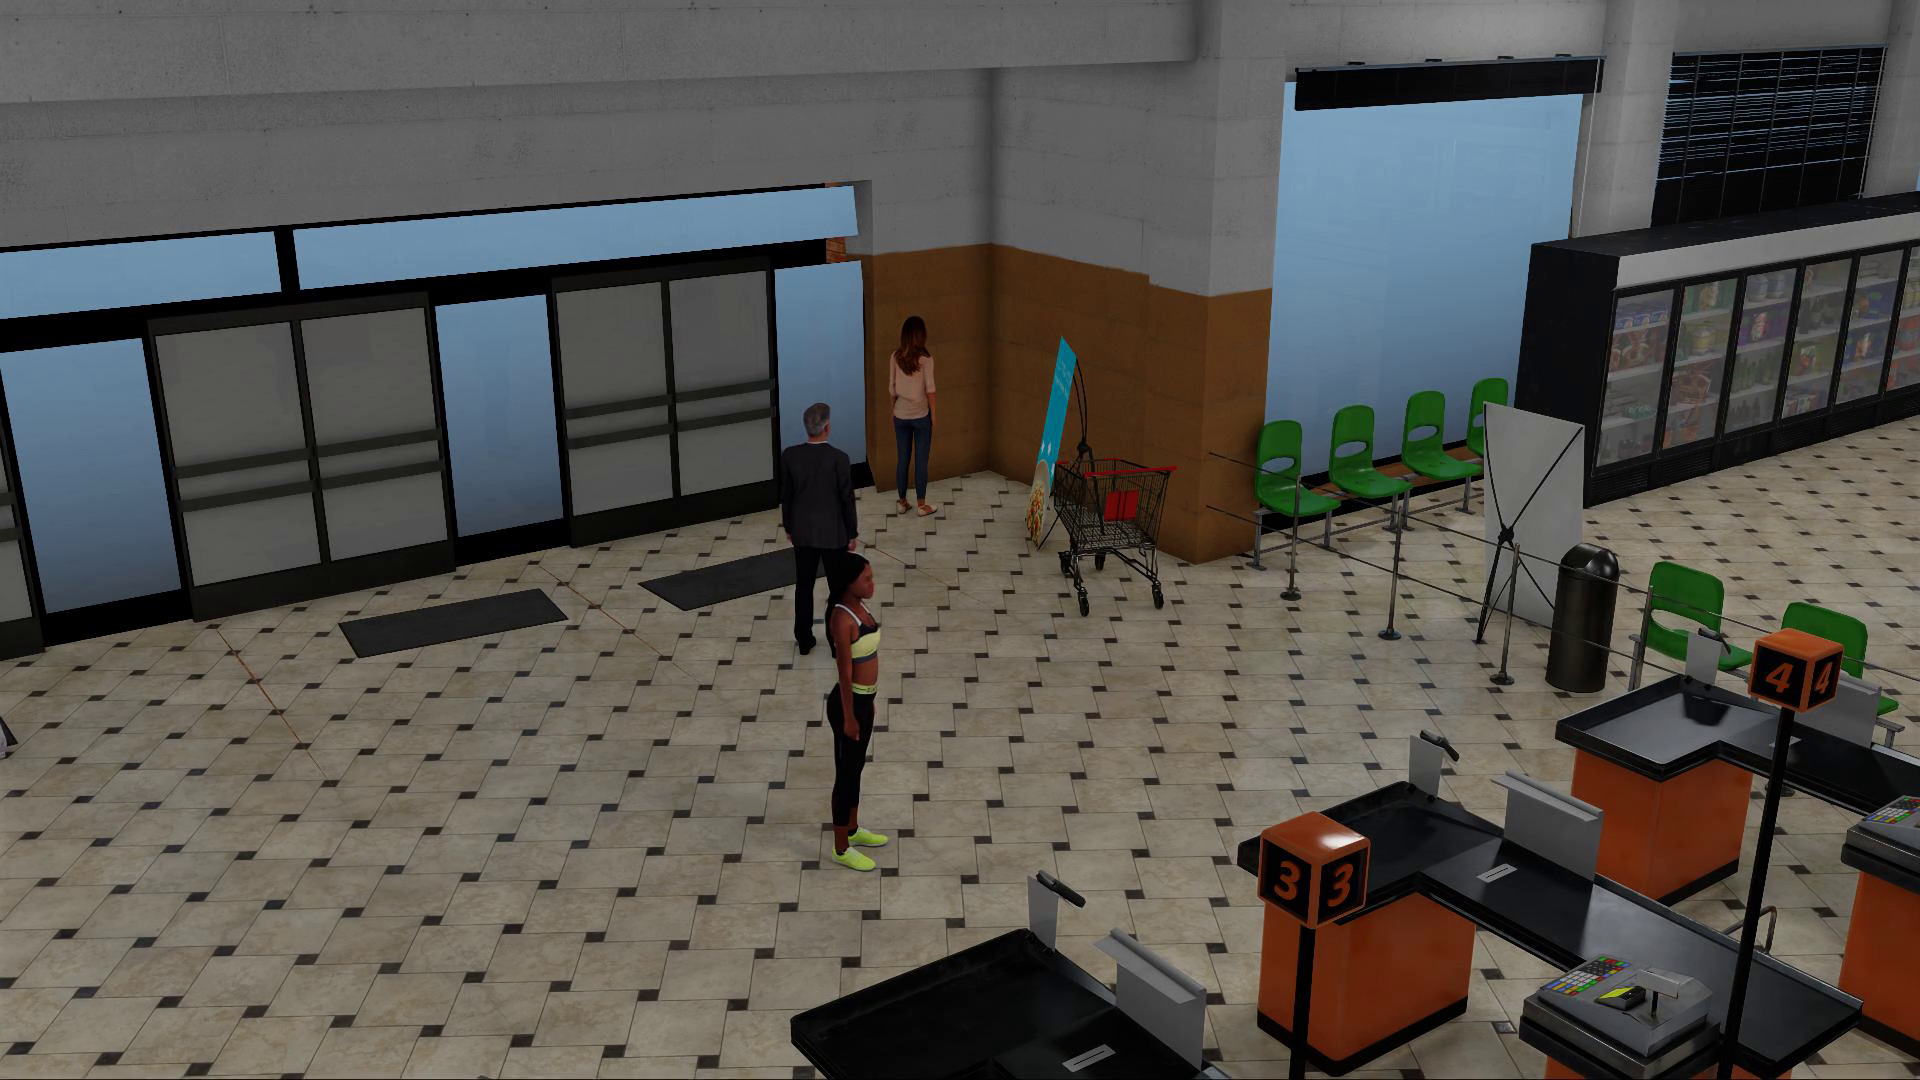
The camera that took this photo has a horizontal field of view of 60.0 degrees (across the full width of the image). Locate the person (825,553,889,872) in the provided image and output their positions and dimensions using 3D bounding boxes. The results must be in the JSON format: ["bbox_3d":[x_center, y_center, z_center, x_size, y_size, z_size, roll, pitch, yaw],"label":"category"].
[{"bbox_3d":[-0.588,0.900,8.927,0.693,1.755,0.638,4,19,11],"label":"person"}]

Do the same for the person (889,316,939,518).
[{"bbox_3d":[-0.426,-1.104,14.816,0.622,1.790,0.736,9,20,24],"label":"person"}]

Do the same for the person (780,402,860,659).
[{"bbox_3d":[-0.977,-0.072,11.673,0.778,1.842,0.868,5,19,15],"label":"person"}]
